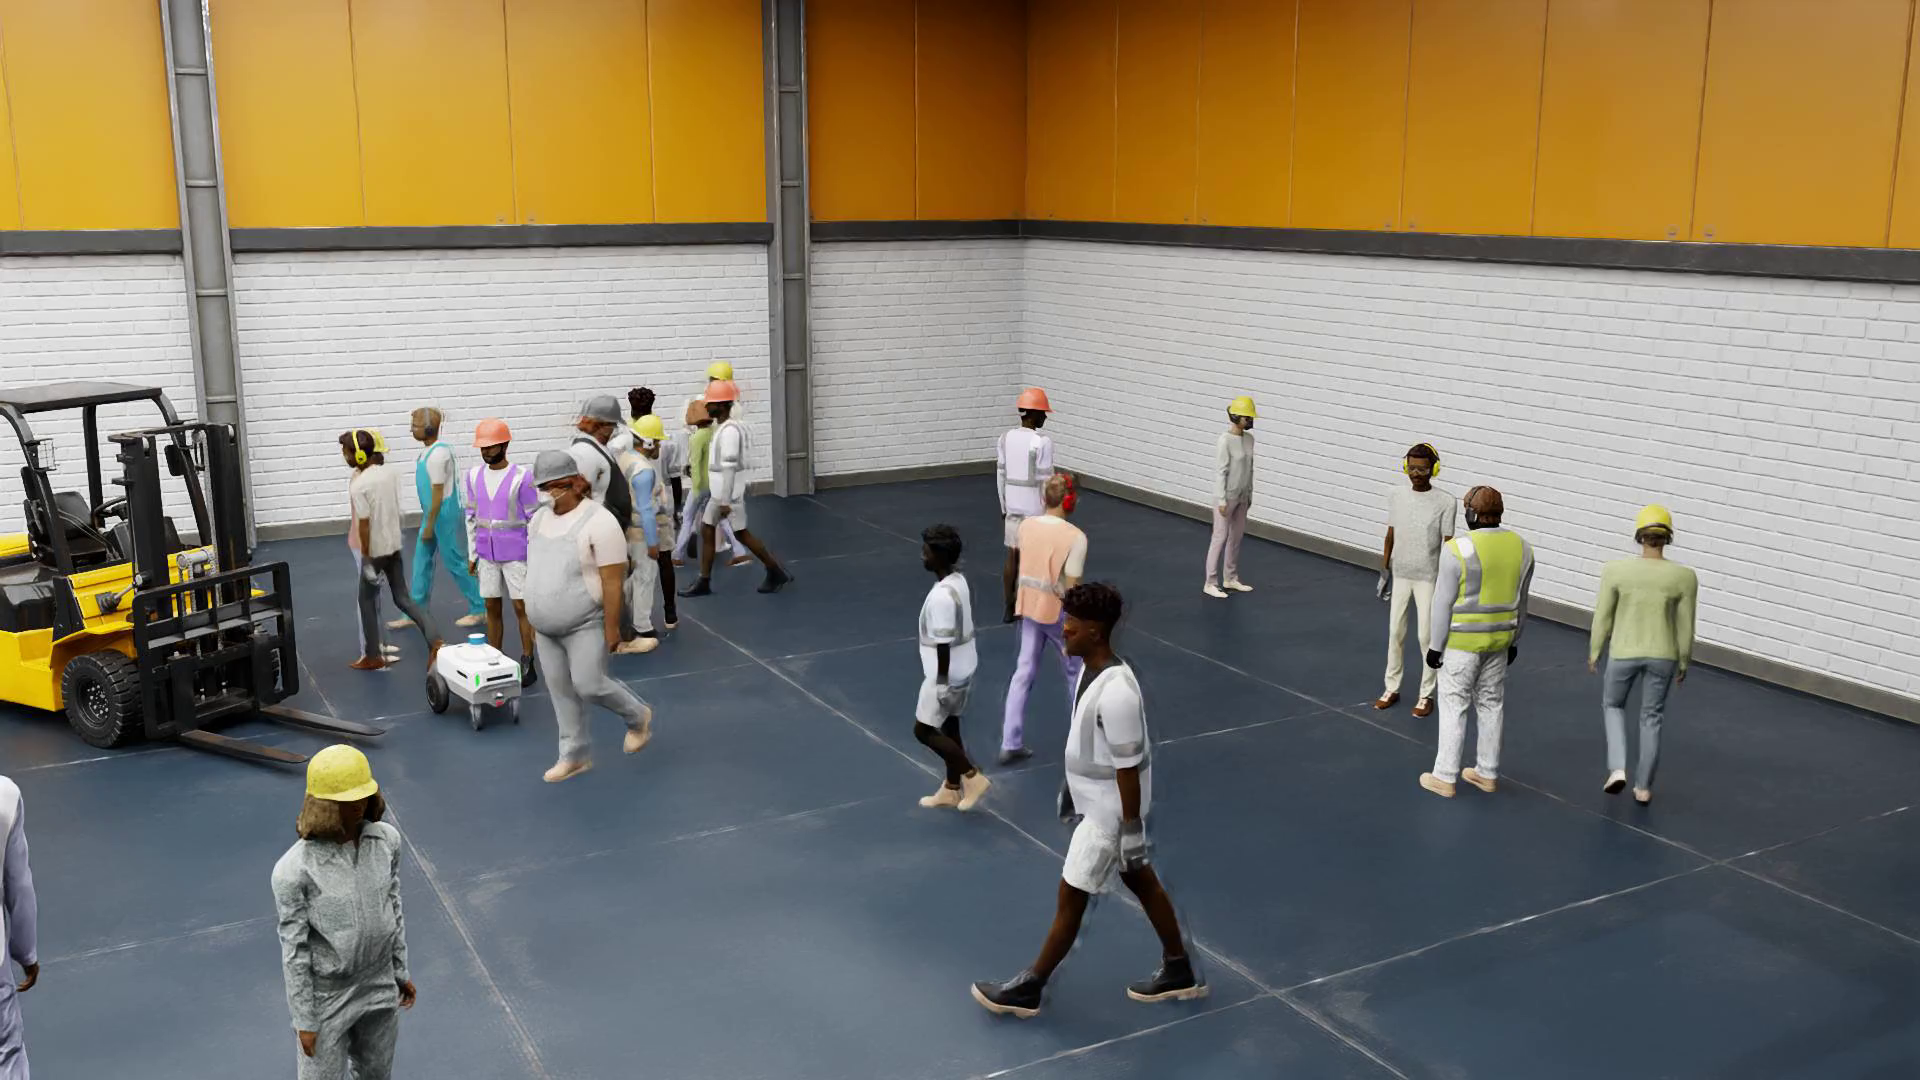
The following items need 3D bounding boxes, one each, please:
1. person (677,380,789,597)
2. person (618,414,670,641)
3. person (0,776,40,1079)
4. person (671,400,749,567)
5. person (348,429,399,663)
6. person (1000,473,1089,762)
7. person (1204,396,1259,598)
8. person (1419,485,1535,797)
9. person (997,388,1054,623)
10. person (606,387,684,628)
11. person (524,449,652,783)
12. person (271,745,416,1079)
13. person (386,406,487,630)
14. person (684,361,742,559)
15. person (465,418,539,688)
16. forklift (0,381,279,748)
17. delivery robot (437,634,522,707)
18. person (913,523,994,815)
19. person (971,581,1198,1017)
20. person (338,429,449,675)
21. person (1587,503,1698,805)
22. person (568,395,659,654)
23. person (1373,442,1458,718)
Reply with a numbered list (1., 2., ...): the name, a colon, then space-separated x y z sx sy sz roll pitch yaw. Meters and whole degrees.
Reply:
1. person: -1.952 -0.442 14.374 0.962 1.903 0.555 -4 13 -16
2. person: -2.482 -0.072 12.880 0.513 1.803 0.604 -5 13 -21
3. person: -3.378 1.439 5.531 0.593 1.912 0.384 -10 16 -40
4. person: -2.382 -0.517 15.488 0.828 1.580 0.517 5 13 21
5. person: -4.388 0.046 12.422 0.340 1.760 0.531 -5 13 -21
6. person: 0.592 0.468 10.345 0.978 1.793 0.592 -11 16 -43
7. person: 2.388 -0.373 14.402 0.371 1.756 0.535 11 17 43
8. person: 3.007 0.591 9.701 0.636 1.830 0.429 -5 13 -21
9. person: 0.563 -0.262 13.449 0.551 1.929 0.376 11 16 41
10. person: -2.507 -0.244 13.282 0.603 1.966 0.368 -4 13 -17
11. person: -2.299 0.420 9.991 0.702 2.000 0.684 7 14 31
12. person: -2.022 1.516 5.555 0.309 1.744 0.485 7 14 30
13. person: -4.191 -0.168 13.303 0.714 1.832 0.526 -7 14 -30
14. person: -2.385 -0.750 15.856 0.605 1.891 0.800 3 12 12
15. person: -3.245 0.094 11.765 0.553 1.935 0.362 3 12 14
16. forklift: -5.853 0.085 11.199 2.313 2.155 1.214 7 14 28
17. delivery robot: -3.228 0.872 11.156 0.477 0.478 0.707 -10 15 -37
18. person: -0.058 0.742 9.332 0.400 1.689 0.542 2 12 11
19. person: 0.583 1.106 7.097 1.018 1.905 0.619 0 12 0
20. person: -4.117 0.097 12.018 0.839 1.834 0.545 5 13 22
21. person: 3.910 0.660 9.567 0.577 1.744 0.442 3 12 15
22. person: -2.707 -0.136 12.598 0.920 2.000 0.763 -2 12 -9
23. person: 3.055 0.263 11.167 0.519 1.860 0.323 10 16 39
